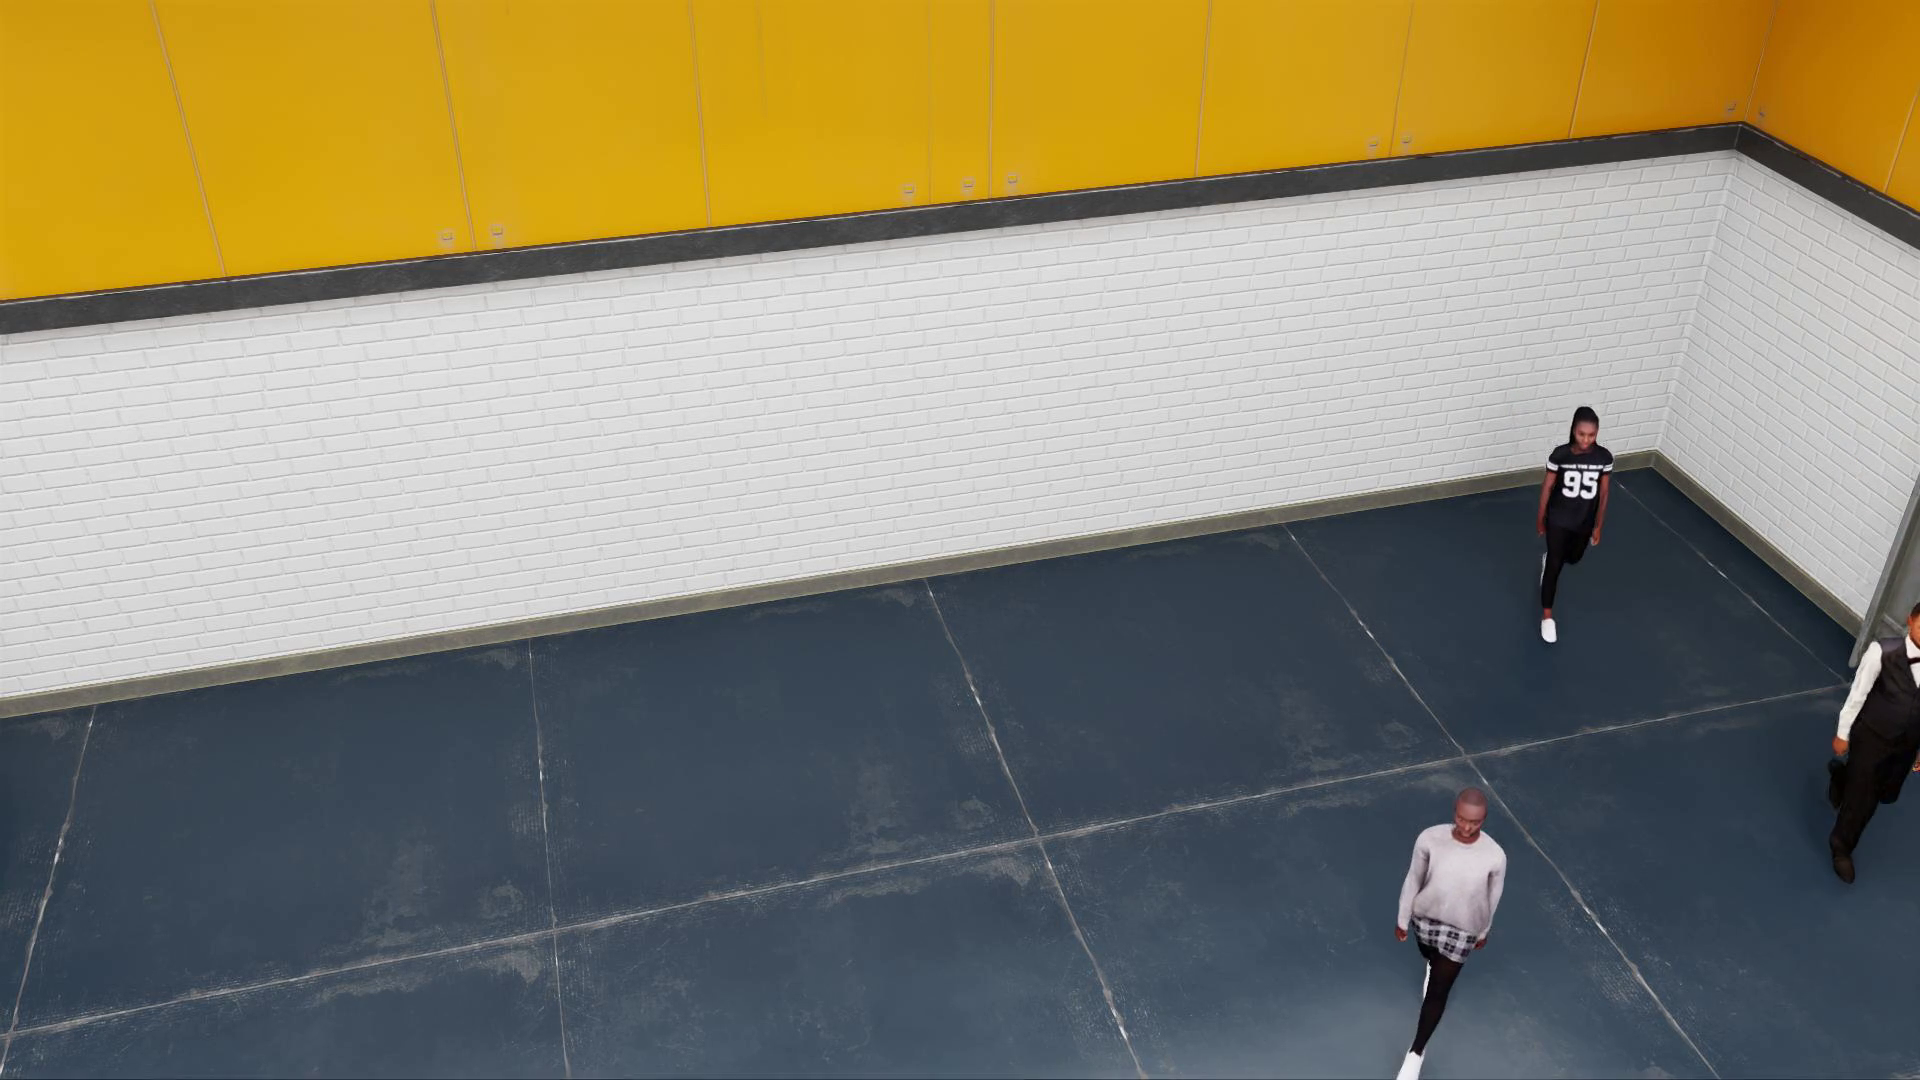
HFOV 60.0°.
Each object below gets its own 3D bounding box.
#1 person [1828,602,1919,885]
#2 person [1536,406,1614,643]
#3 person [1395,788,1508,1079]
[{"bbox_3d":[5.500,1.108,9.929,0.910,1.902,1.129,3,34,5],"label":"person"},{"bbox_3d":[4.406,-0.178,12.039,0.845,1.706,1.169,3,34,4],"label":"person"},{"bbox_3d":[2.579,1.959,8.802,1.136,1.730,1.230,15,37,22],"label":"person"}]
